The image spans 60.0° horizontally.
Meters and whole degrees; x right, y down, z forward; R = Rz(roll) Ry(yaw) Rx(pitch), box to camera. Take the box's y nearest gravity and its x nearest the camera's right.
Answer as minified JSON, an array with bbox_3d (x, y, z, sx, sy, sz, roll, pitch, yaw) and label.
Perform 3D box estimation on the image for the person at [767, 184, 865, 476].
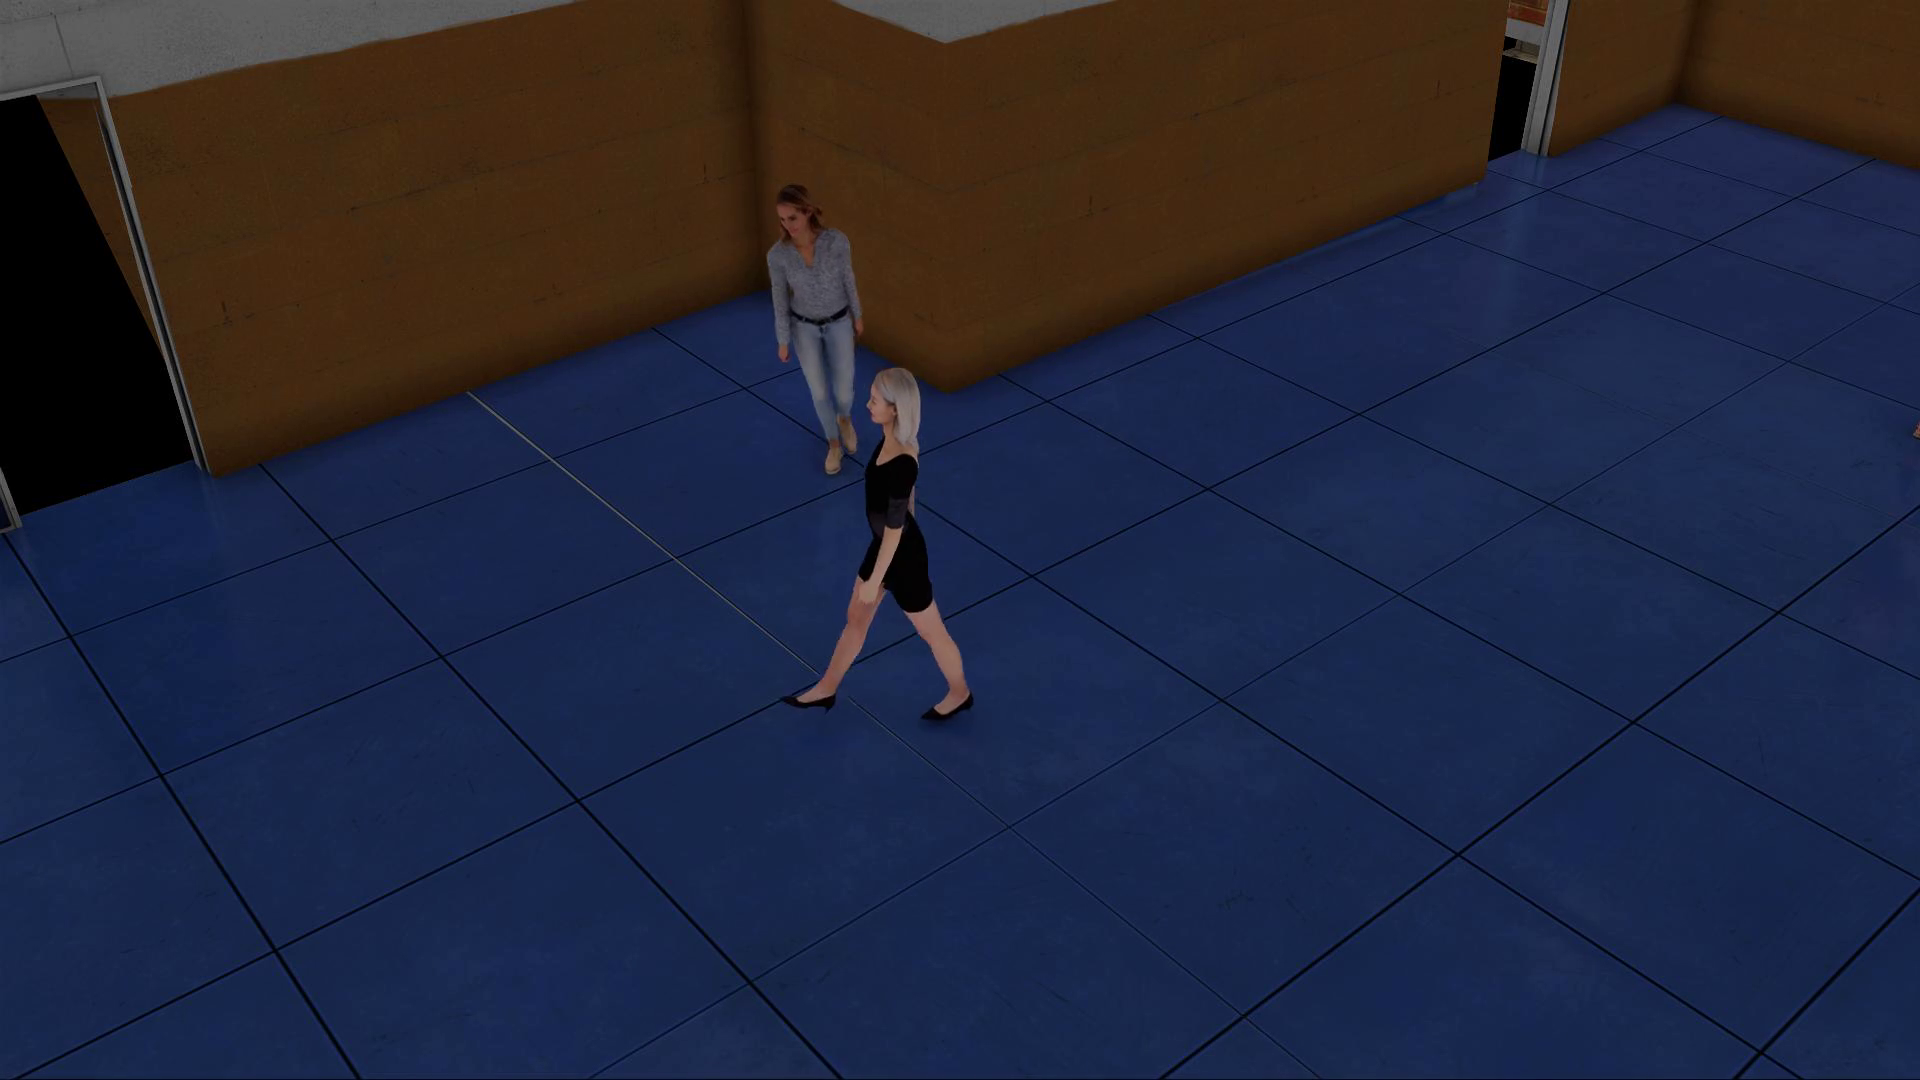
[{"bbox_3d":[-0.754,-1.148,9.072,0.862,1.759,0.933,-6,34,-10],"label":"person"}]

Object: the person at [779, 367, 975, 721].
[{"bbox_3d":[-0.161,0.095,7.173,0.978,1.792,1.118,-8,34,-11],"label":"person"}]
